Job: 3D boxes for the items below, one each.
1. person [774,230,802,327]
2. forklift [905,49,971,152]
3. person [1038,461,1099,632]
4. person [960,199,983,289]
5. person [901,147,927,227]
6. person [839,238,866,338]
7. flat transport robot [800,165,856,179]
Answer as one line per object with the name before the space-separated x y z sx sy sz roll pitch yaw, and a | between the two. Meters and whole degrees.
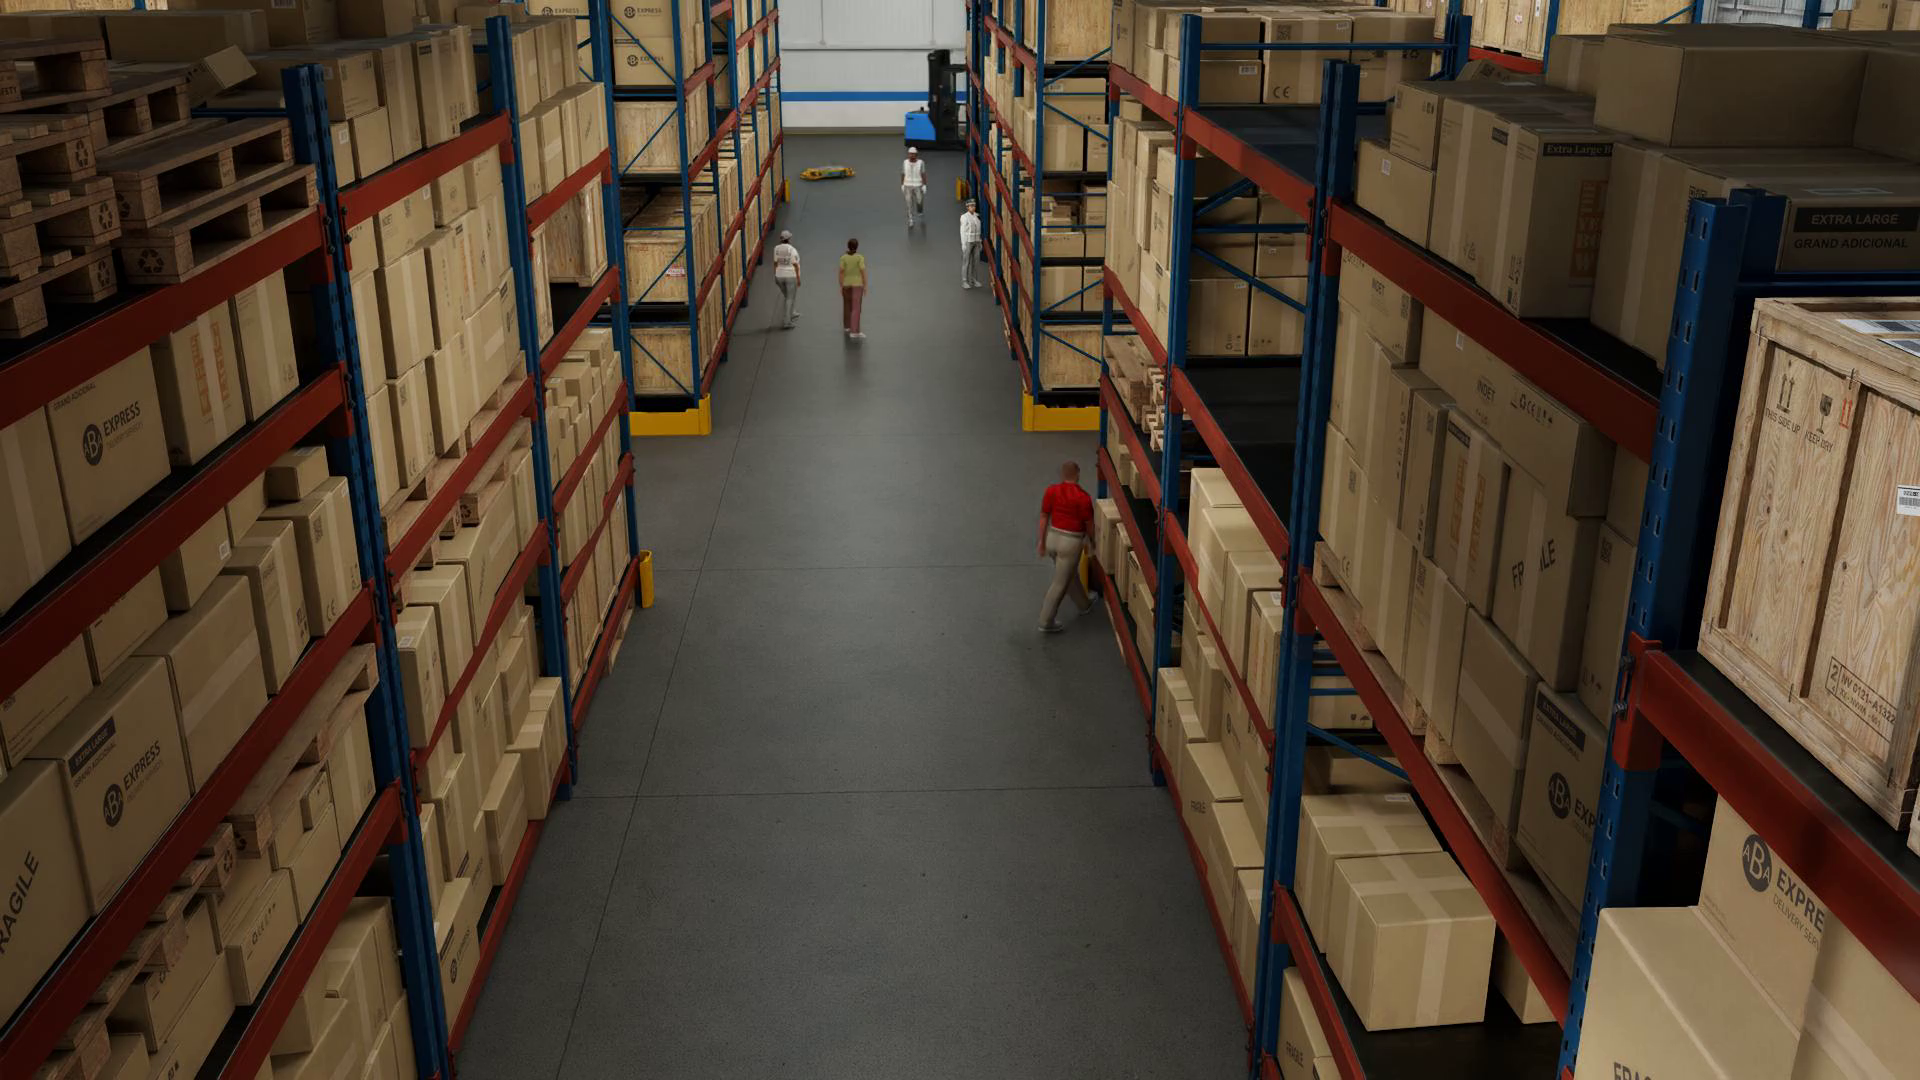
person | -2.923 -4.566 28.875 0.471 1.657 0.744 12 24 30
forklift | -0.143 -13.444 50.862 3.031 2.941 1.121 8 22 20
person | 1.087 0.020 16.496 0.975 1.679 0.542 -19 27 -40
person | 0.225 -5.698 31.876 0.458 1.694 0.365 -14 24 -32
person | -1.061 -8.111 38.145 0.594 1.782 0.547 2 21 7
person | -1.819 -4.278 28.102 0.558 1.630 0.907 5 21 13
flat transport robot | -3.647 -10.114 45.811 1.431 0.245 0.659 -16 26 -36
